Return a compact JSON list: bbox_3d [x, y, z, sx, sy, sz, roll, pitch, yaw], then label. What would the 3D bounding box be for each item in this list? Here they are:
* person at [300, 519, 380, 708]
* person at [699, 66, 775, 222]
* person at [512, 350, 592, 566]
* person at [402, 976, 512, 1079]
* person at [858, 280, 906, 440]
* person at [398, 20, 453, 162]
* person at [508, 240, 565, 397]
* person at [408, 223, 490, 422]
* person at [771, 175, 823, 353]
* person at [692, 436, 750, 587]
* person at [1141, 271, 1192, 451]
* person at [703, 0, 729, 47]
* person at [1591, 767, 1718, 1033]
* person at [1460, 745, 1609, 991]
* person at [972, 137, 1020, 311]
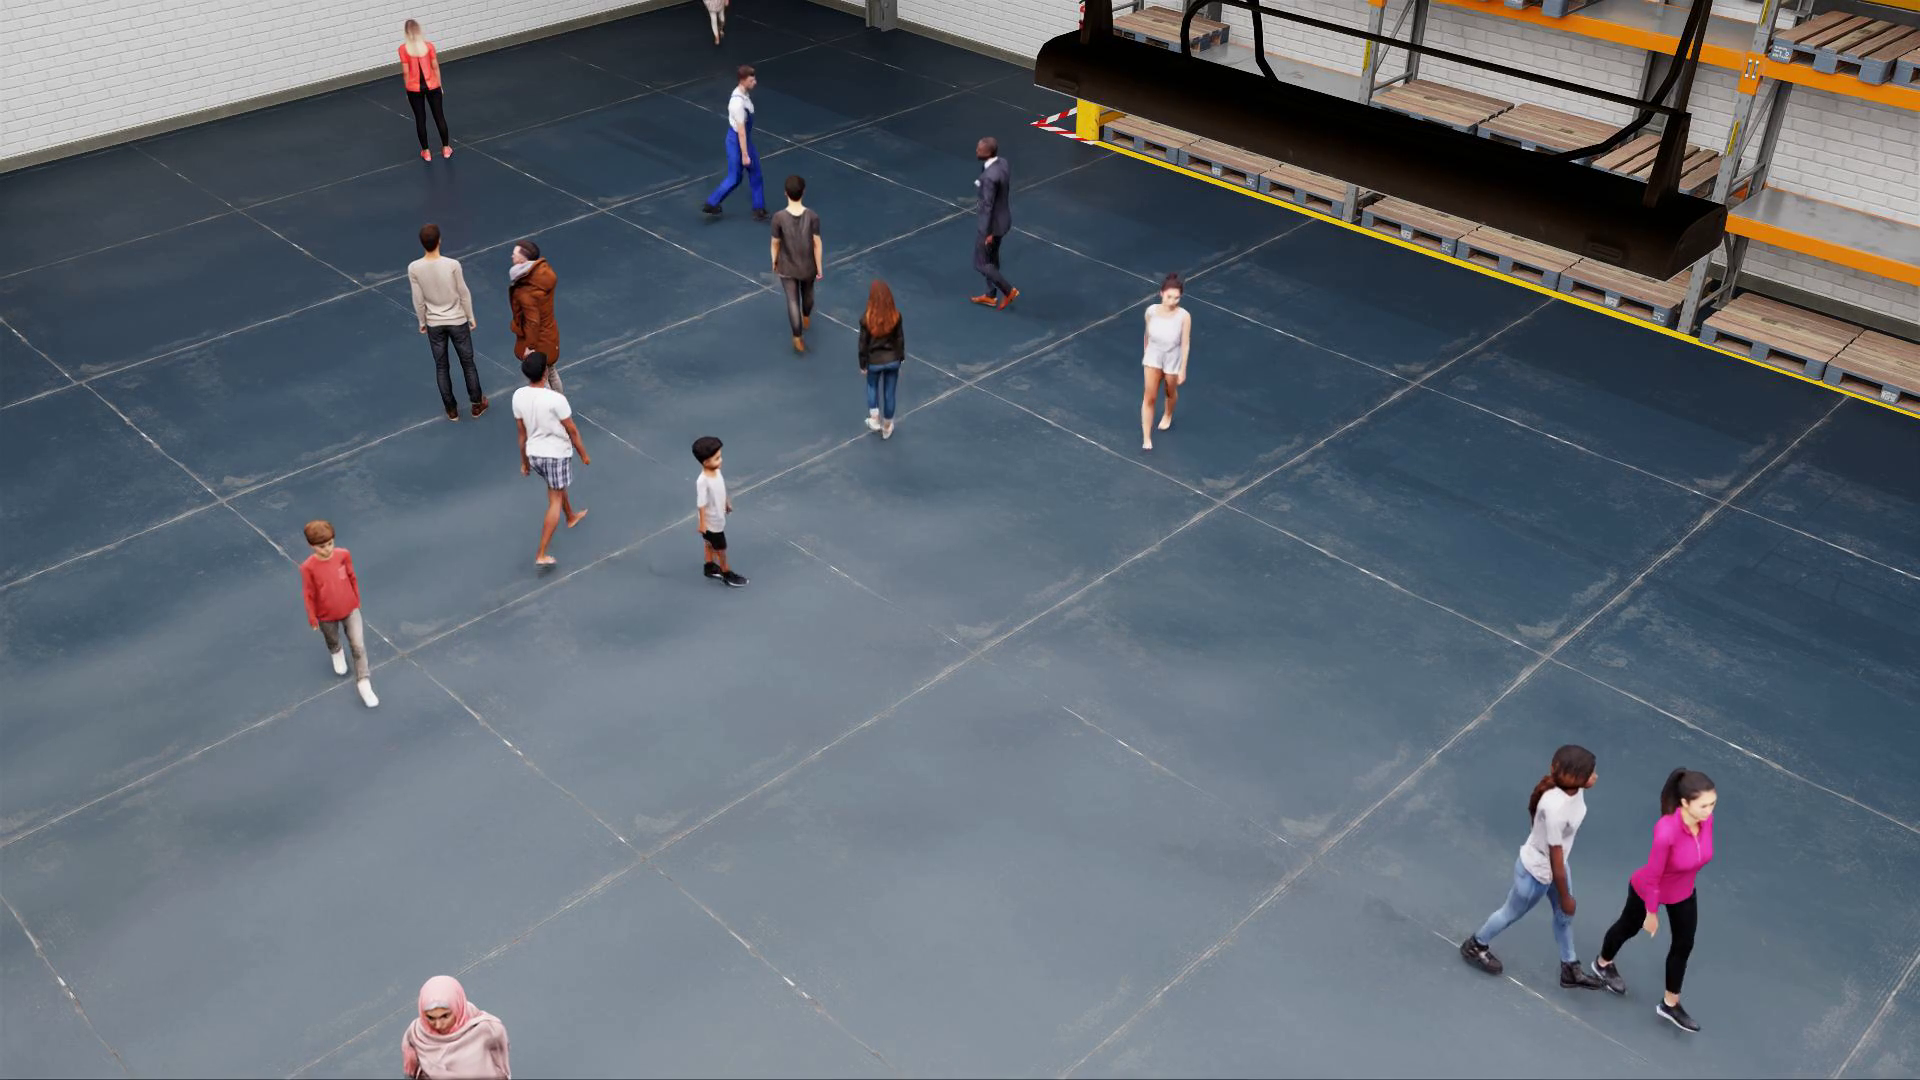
[{"bbox_3d":[-4.389,0.444,11.636,0.665,1.388,1.012,-19,38,-26],"label":"person"},{"bbox_3d":[-2.523,-4.380,18.516,1.190,1.806,1.055,1,34,1],"label":"person"},{"bbox_3d":[-3.225,-0.600,12.933,1.165,1.691,0.990,14,36,20],"label":"person"},{"bbox_3d":[-2.322,2.724,7.832,0.735,1.803,0.757,-8,35,-12],"label":"person"},{"bbox_3d":[-0.667,-1.549,14.559,0.668,1.471,0.706,-4,34,-7],"label":"person"},{"bbox_3d":[-6.544,-5.497,20.297,0.668,1.694,0.656,-12,36,-18],"label":"person"},{"bbox_3d":[-3.679,-1.765,14.551,0.910,1.839,0.858,2,34,4],"label":"person"},{"bbox_3d":[-4.563,-1.932,14.777,0.745,1.868,0.772,-5,34,-7],"label":"person"},{"bbox_3d":[-1.563,-2.621,15.986,1.015,1.677,1.142,-4,34,-6],"label":"person"},{"bbox_3d":[-1.958,-0.234,12.780,0.753,1.250,0.667,8,35,12],"label":"person"},{"bbox_3d":[1.800,-1.625,14.565,0.993,1.591,0.927,13,36,18],"label":"person"},{"bbox_3d":[-3.585,-7.902,24.282,0.722,1.288,0.794,-3,34,-5],"label":"person"},{"bbox_3d":[3.815,1.885,9.208,0.781,1.676,0.985,-15,36,-21],"label":"person"},{"bbox_3d":[3.175,1.823,9.293,1.066,1.685,0.703,22,39,29],"label":"person"},{"bbox_3d":[0.406,-3.122,16.668,0.855,1.757,0.821,11,35,16],"label":"person"}]
